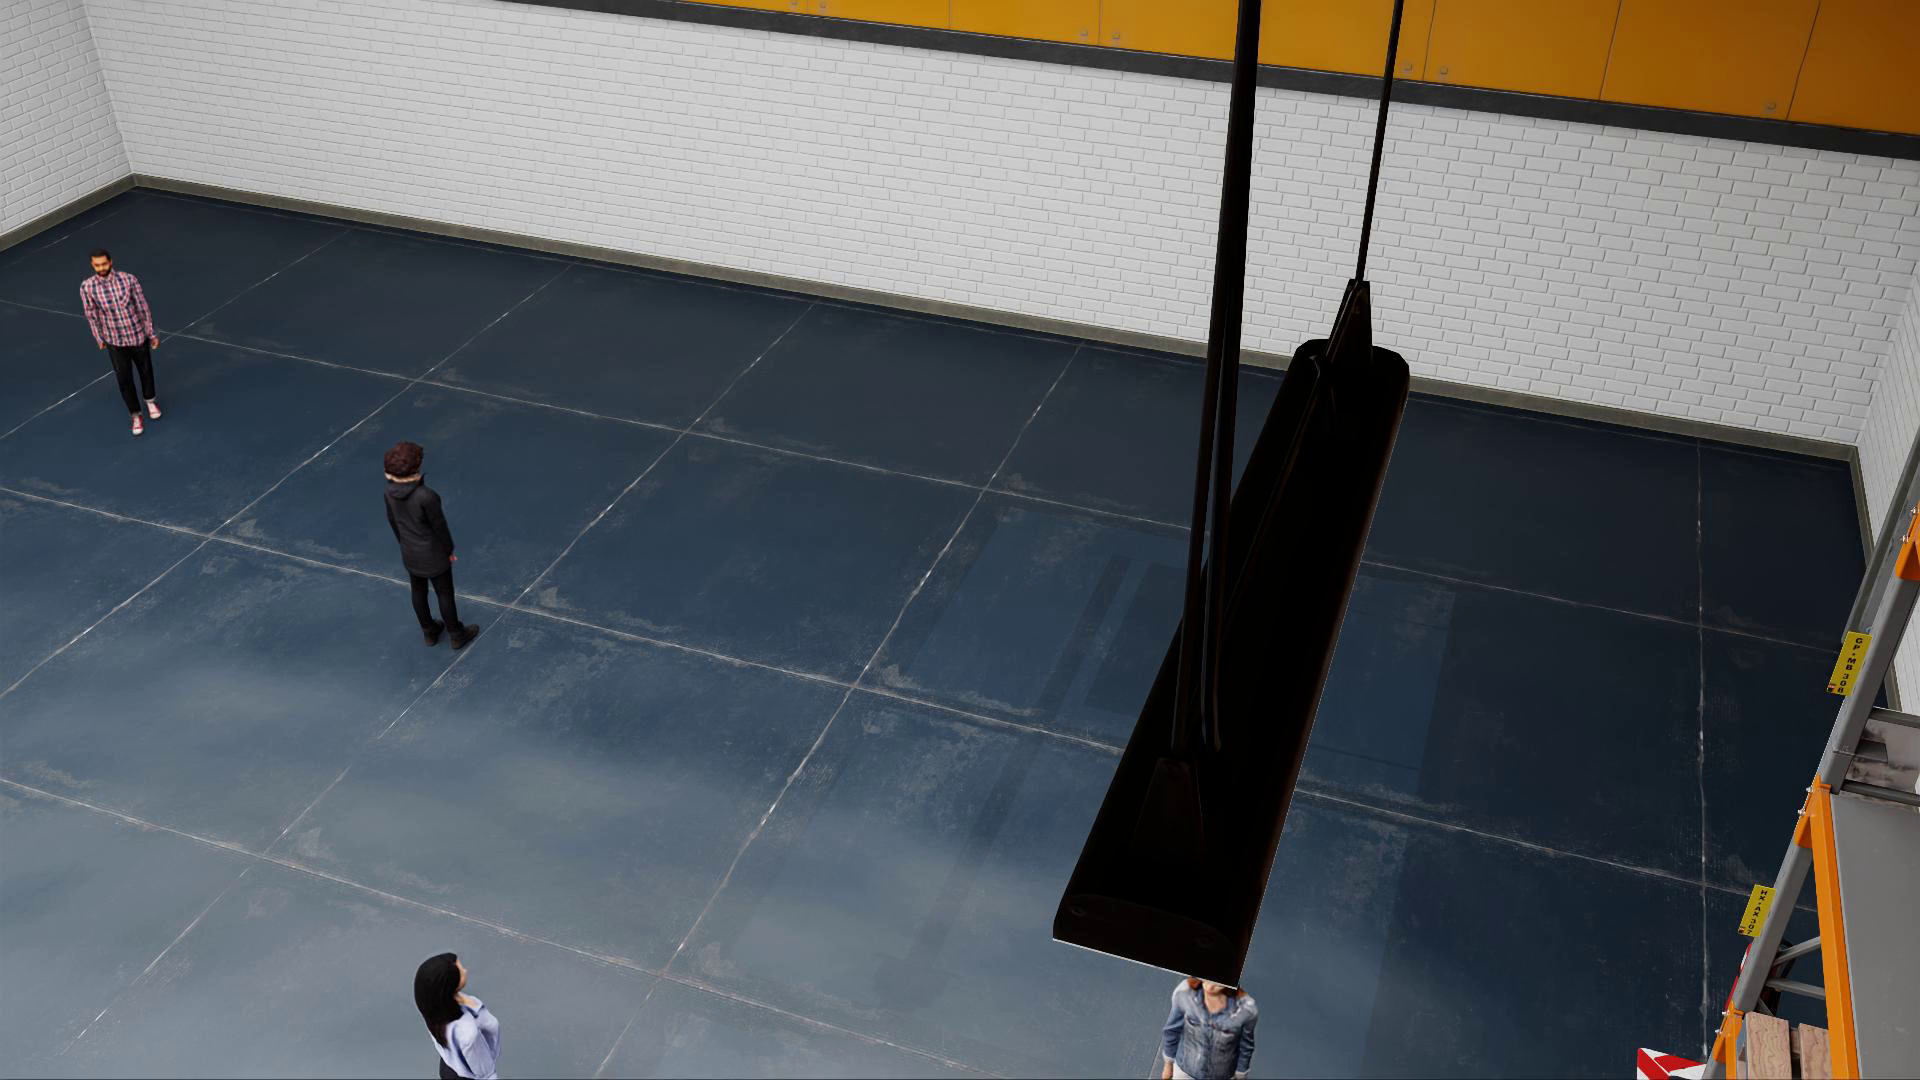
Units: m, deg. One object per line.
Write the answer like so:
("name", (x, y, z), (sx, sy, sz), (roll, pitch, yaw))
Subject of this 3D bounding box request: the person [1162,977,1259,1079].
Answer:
("person", (1.267, 2.707, 8.566), (0.621, 1.702, 0.520), (10, 35, 14))

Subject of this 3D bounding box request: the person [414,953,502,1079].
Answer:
("person", (-2.505, 2.744, 8.474), (0.727, 1.744, 0.702), (28, 43, 35))

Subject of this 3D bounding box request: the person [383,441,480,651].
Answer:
("person", (-4.021, 0.055, 12.484), (0.621, 1.781, 0.597), (10, 35, 14))

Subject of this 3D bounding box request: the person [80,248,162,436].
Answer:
("person", (-7.778, -1.929, 15.507), (0.949, 1.740, 1.001), (-18, 38, -25))
